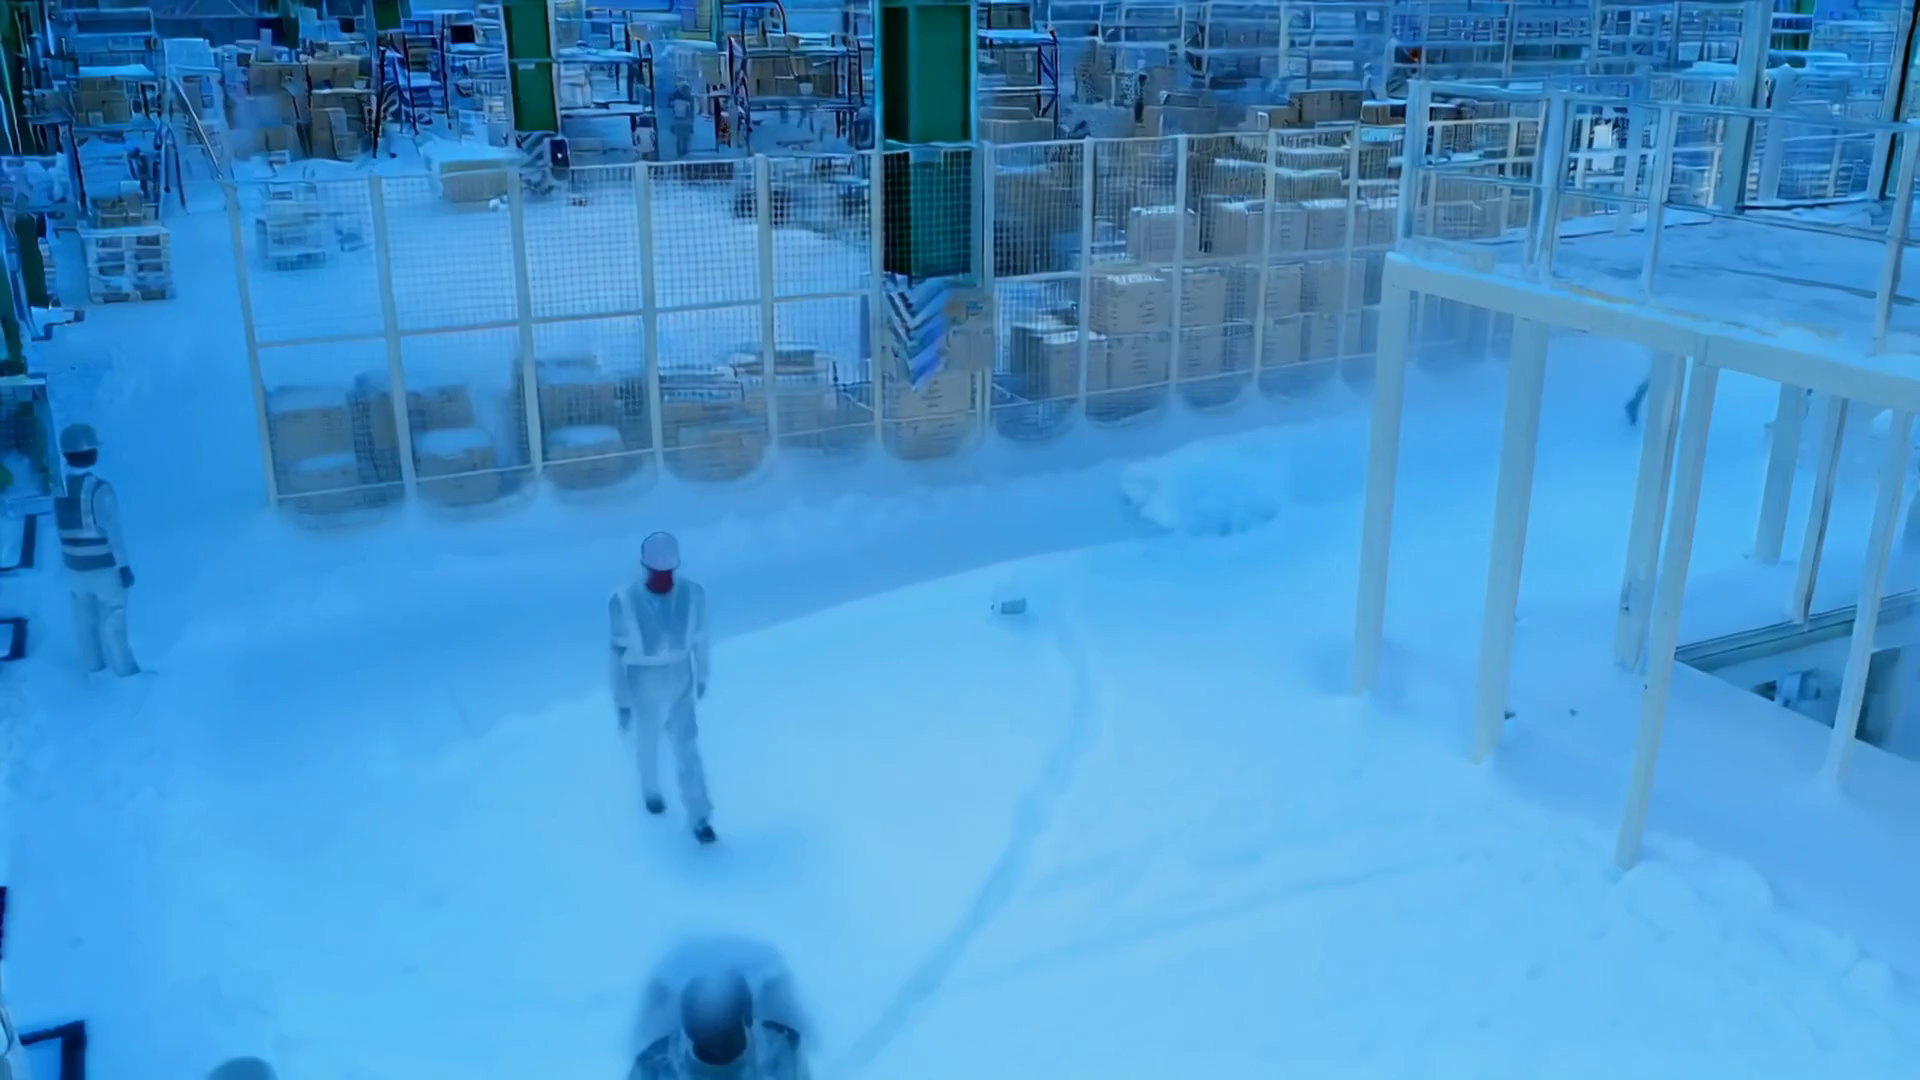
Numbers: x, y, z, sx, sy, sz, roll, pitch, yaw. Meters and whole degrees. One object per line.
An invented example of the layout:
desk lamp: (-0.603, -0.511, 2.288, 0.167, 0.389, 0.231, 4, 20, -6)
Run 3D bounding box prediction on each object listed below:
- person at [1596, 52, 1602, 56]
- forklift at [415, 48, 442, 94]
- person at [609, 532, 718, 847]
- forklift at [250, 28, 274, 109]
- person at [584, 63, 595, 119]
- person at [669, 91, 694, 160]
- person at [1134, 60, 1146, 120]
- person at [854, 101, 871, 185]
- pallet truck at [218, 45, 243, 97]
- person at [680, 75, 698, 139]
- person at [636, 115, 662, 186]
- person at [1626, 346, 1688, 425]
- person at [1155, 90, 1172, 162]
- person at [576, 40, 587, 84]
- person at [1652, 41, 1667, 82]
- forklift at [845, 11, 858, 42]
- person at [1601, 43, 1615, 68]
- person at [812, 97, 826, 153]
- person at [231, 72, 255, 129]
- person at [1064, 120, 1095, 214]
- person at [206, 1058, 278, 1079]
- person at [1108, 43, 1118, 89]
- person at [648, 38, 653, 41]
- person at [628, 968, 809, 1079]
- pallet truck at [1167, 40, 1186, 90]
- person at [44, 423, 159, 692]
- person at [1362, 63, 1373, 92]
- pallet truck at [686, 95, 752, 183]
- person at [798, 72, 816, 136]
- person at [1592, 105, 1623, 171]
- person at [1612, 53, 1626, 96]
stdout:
person: (30.055, -22.744, 78.102, 0.926, 1.883, 0.581, 9, 21, 25)
forklift: (-21.659, -19.254, 66.483, 1.129, 2.768, 1.873, 2, 19, 4)
person: (-1.725, 0.854, 9.716, 0.596, 1.873, 0.998, -8, 20, -21)
forklift: (-24.786, -16.938, 59.770, 1.873, 2.768, 1.129, -9, 21, -25)
person: (-12.545, -15.204, 56.328, 0.341, 1.839, 0.501, -3, 19, -8)
person: (-7.318, -10.883, 43.809, 0.629, 1.828, 0.477, 0, 19, 0)
person: (6.066, -15.121, 55.881, 0.362, 1.966, 0.611, -5, 20, -15)
person: (-2.298, -9.337, 39.162, 0.353, 1.936, 0.635, 9, 21, 25)
pallet truck: (-28.879, -18.665, 66.111, 0.823, 1.965, 1.885, -3, 19, -9)
person: (-8.111, -12.914, 49.614, 0.504, 1.878, 0.616, 12, 23, 32)
person: (-7.307, -9.065, 38.802, 0.536, 1.652, 0.857, 5, 20, 14)
person: (7.800, -2.164, 18.404, 0.763, 1.914, 0.552, -11, 22, -29)
person: (5.337, -10.888, 43.791, 0.391, 1.856, 0.533, 9, 21, 25)
person: (-16.325, -20.494, 71.547, 0.548, 1.900, 0.862, 18, 26, 42)
person: (31.197, -21.359, 74.045, 0.631, 1.918, 0.671, 1, 19, 4)
forklift: (-5.436, -25.090, 83.401, 1.873, 2.768, 1.129, -9, 21, -25)
person: (28.034, -20.622, 72.111, 0.638, 1.781, 1.012, -7, 20, -20)
person: (-3.643, -10.591, 43.094, 0.364, 1.728, 0.509, -14, 24, -35)
person: (-21.912, -13.317, 50.798, 0.633, 1.864, 0.984, -10, 21, -27)
person: (2.479, -7.722, 34.534, 0.656, 1.896, 0.957, 2, 19, 7)
person: (-2.046, 2.422, 5.068, 0.644, 1.937, 1.011, -12, 23, -32)
person: (6.462, -19.976, 70.120, 0.330, 1.861, 0.518, 11, 22, 29)
person: (-14.000, -21.921, 75.766, 0.691, 1.862, 1.061, -5, 20, -15)
person: (-0.787, 2.271, 5.655, 0.636, 1.842, 0.429, -6, 20, -17)
pallet truck: (9.045, -19.971, 69.895, 0.823, 1.965, 1.885, -3, 19, -8)
person: (-6.075, 0.129, 11.703, 0.615, 1.947, 0.388, 8, 20, 21)
person: (13.362, -14.702, 54.713, 0.361, 1.935, 0.553, 0, 19, -1)
pallet truck: (-5.836, -9.608, 39.856, 0.823, 1.965, 1.885, 10, 22, 27)
person: (-4.645, -13.252, 50.555, 0.613, 1.902, 0.645, 10, 22, 28)
person: (14.548, -8.858, 37.615, 0.536, 2.000, 0.688, -12, 22, -31)
person: (26.415, -18.576, 66.381, 0.892, 1.649, 0.540, -8, 21, -22)
